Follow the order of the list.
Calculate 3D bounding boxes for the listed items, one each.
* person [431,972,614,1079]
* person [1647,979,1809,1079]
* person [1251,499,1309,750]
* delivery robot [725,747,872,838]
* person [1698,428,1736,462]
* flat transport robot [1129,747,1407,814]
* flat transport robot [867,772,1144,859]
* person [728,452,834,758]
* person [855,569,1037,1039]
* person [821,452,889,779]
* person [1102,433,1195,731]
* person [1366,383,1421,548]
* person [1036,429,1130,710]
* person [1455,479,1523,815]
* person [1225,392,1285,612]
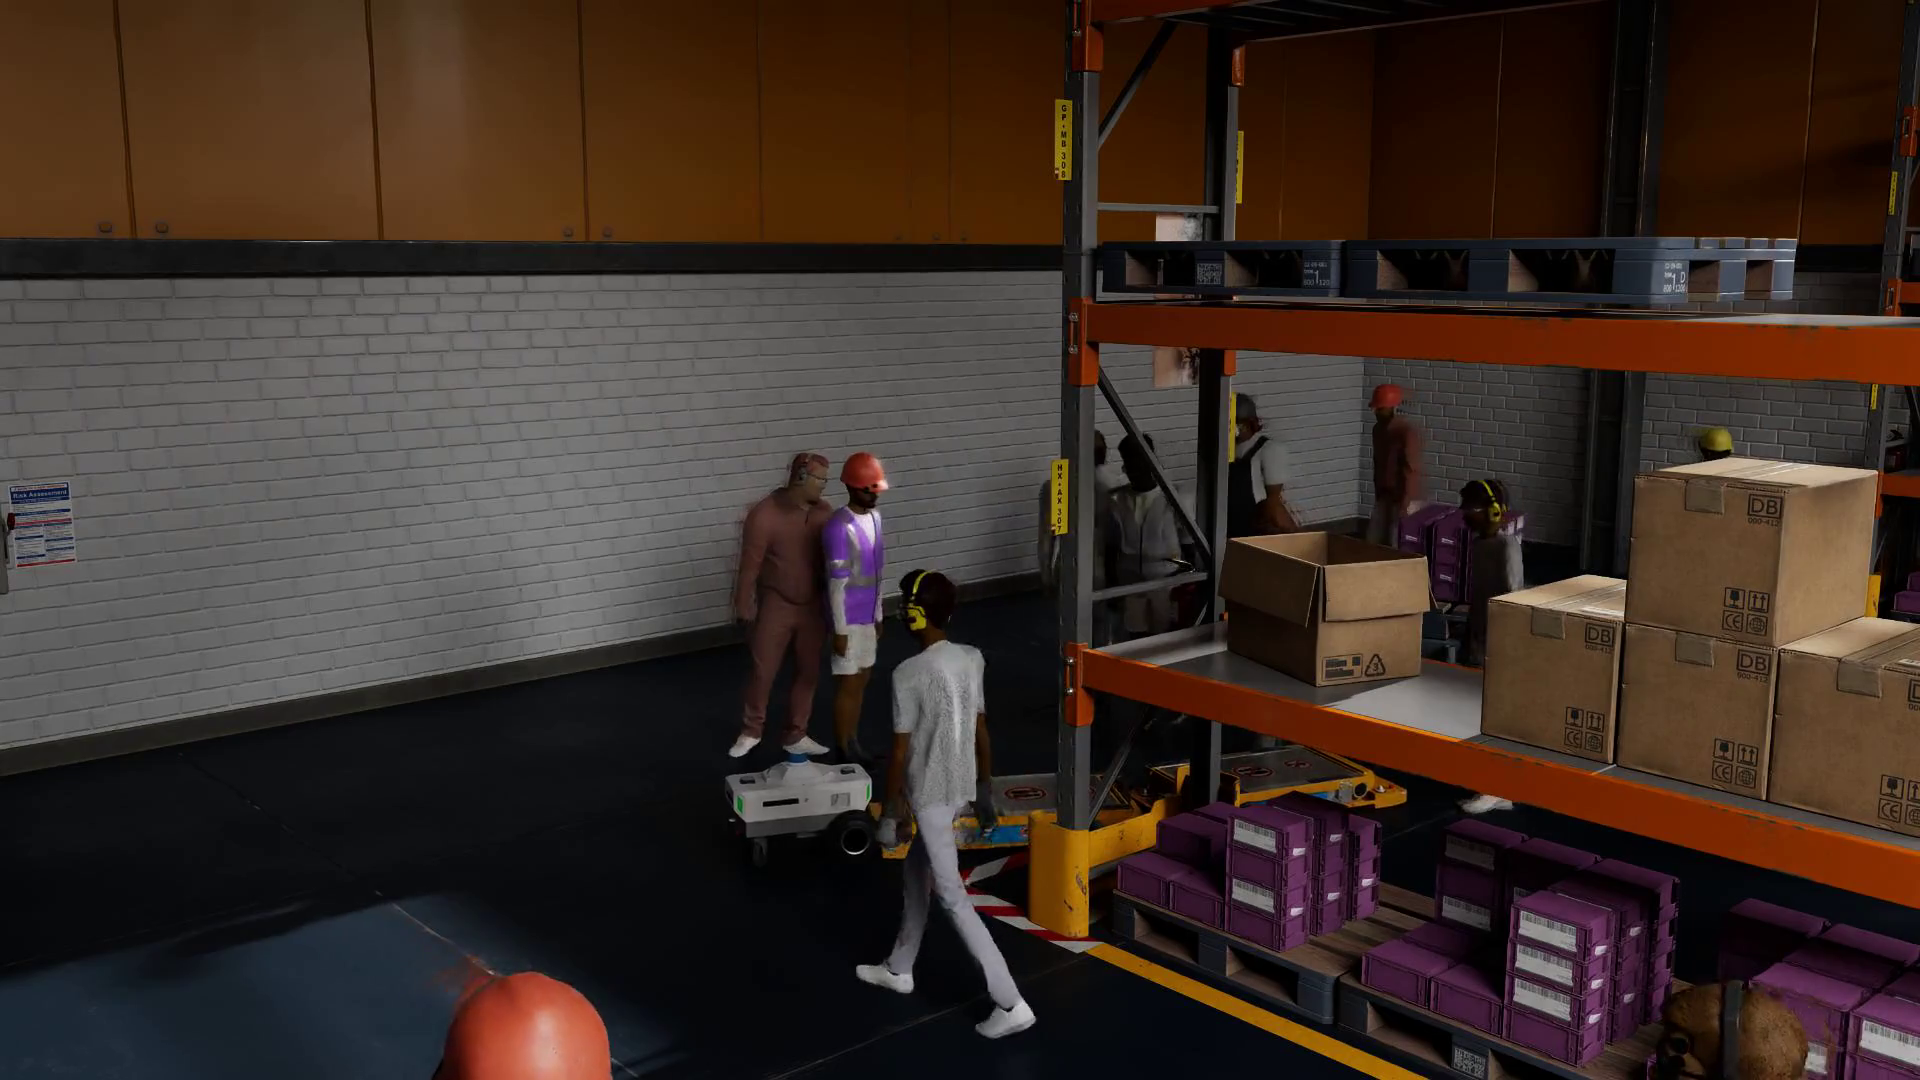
[{"bbox_3d":[-0.722,1.595,2.660,0.611,2.012,0.961,-5,11,-28],"label":"person"},{"bbox_3d":[1.254,1.637,2.983,0.940,1.798,0.543,5,11,29],"label":"person"},{"bbox_3d":[1.869,0.559,9.853,0.376,1.621,0.510,6,12,33],"label":"person"},{"bbox_3d":[-0.817,1.291,8.392,0.707,0.478,0.477,-3,10,-17],"label":"delivery robot"},{"bbox_3d":[5.745,0.011,12.677,0.532,1.740,0.656,-9,13,-41],"label":"person"},{"bbox_3d":[1.672,1.351,9.144,1.431,0.197,0.652,-4,11,-23],"label":"flat transport robot"},{"bbox_3d":[0.263,1.426,8.706,1.431,0.197,0.652,-2,10,-10],"label":"flat transport robot"},{"bbox_3d":[-1.060,0.398,10.073,0.706,1.872,0.553,-8,12,-39],"label":"person"},{"bbox_3d":[-0.063,1.022,6.550,0.951,1.823,0.529,7,12,35],"label":"person"},{"bbox_3d":[-0.582,0.442,9.663,0.417,1.923,0.567,5,11,27],"label":"person"},{"bbox_3d":[1.202,0.275,10.576,0.652,1.934,0.500,5,11,28],"label":"person"},{"bbox_3d":[3.719,-0.366,14.245,0.618,1.965,0.631,-4,10,-22],"label":"person"},{"bbox_3d":[0.817,0.228,10.914,0.641,1.919,0.433,0,10,-1],"label":"person"},{"bbox_3d":[2.854,0.585,9.018,0.454,1.846,0.585,0,10,-2],"label":"person"},{"bbox_3d":[2.189,-0.176,12.908,0.902,2.000,0.688,-9,13,-43],"label":"person"}]
